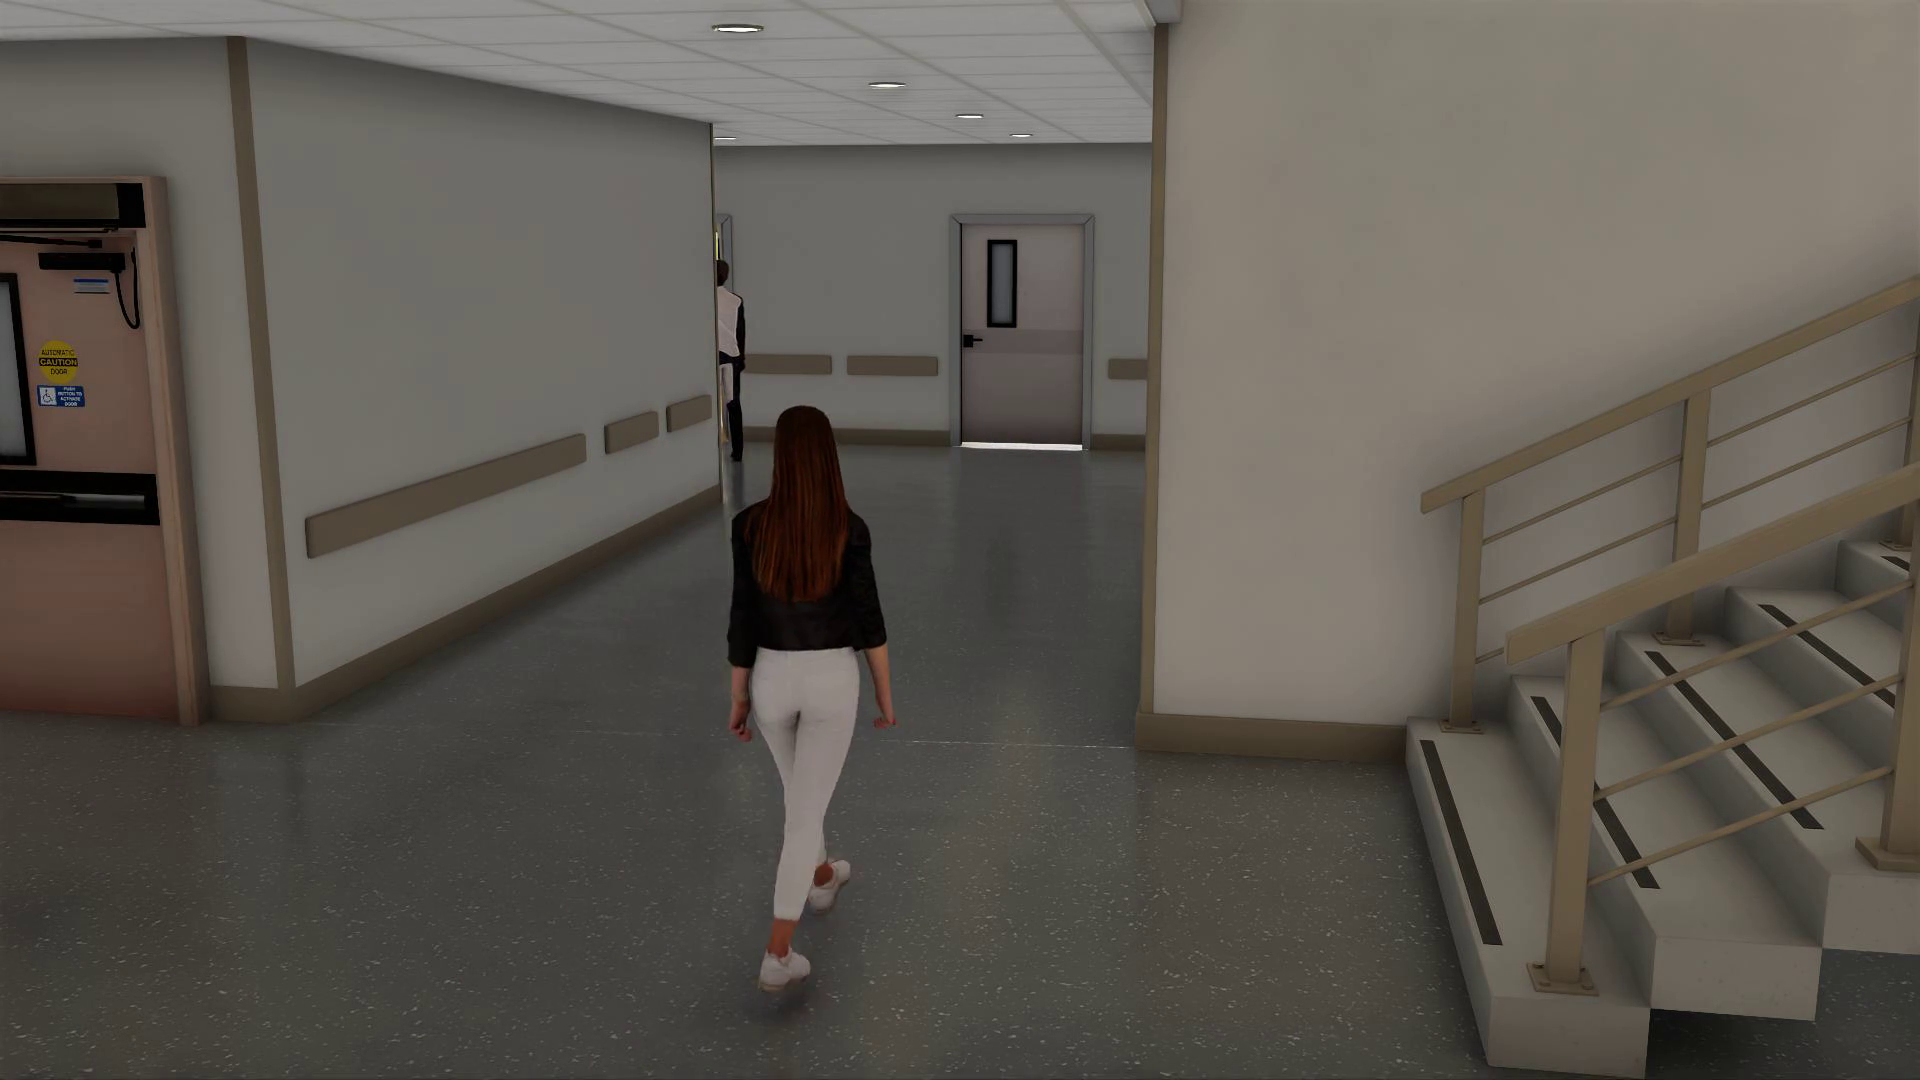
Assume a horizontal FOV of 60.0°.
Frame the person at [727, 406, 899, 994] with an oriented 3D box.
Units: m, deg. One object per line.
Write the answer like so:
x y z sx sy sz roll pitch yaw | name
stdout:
-0.471 0.488 4.835 1.067 1.658 0.708 2 11 13 | person
